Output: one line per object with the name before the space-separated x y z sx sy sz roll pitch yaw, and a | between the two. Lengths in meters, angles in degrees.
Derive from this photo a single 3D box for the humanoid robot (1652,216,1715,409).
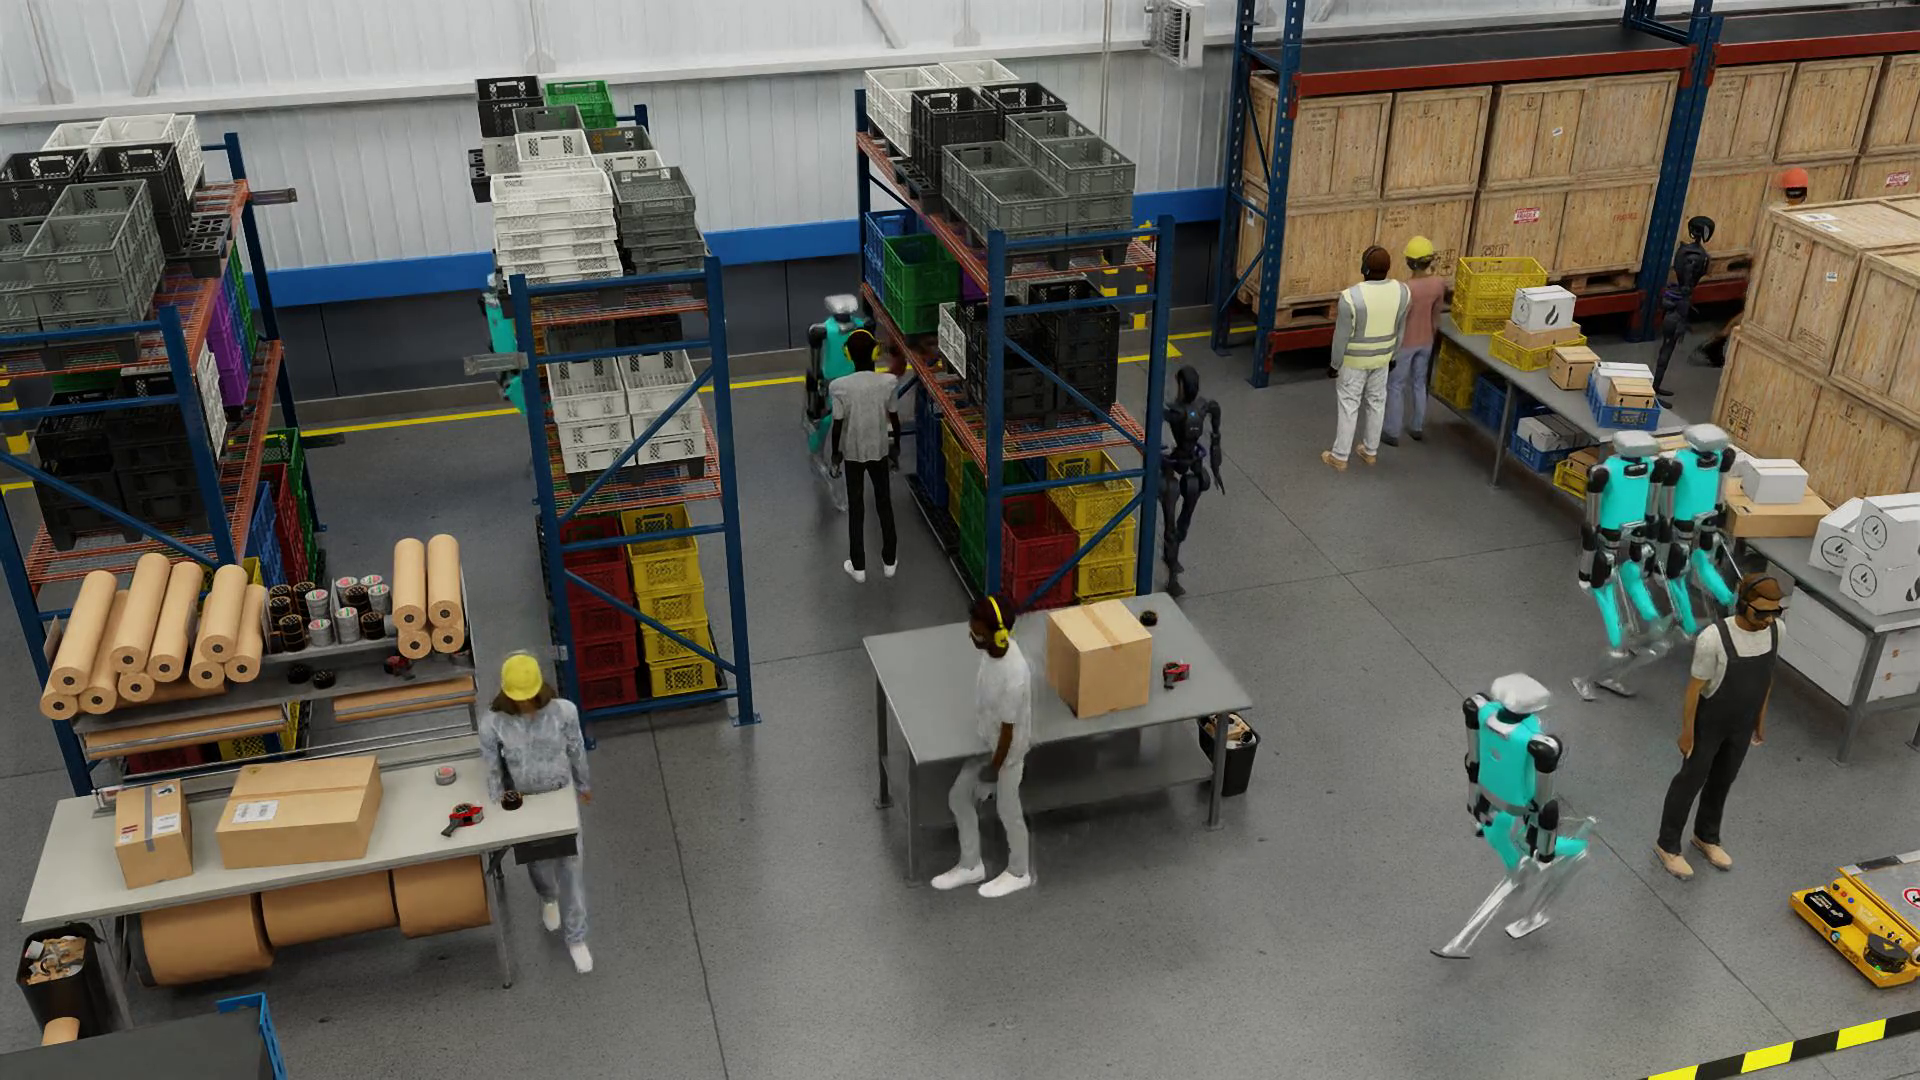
humanoid robot | 6.189 -1.979 14.285 0.315 1.657 0.599 14 32 23

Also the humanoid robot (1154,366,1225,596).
humanoid robot | 1.577 -0.424 11.495 0.608 1.634 0.691 -9 30 -16

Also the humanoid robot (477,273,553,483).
humanoid robot | -3.299 -1.231 12.929 0.561 1.845 0.691 22 35 34

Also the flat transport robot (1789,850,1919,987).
flat transport robot | 5.163 1.916 8.676 1.431 0.231 0.659 -8 30 -14

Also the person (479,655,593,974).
person | -2.061 1.345 8.206 0.486 1.713 0.796 -7 30 -13

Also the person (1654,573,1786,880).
person | 4.022 0.974 8.765 0.498 1.839 0.351 -8 30 -14

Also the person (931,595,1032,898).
person | 0.101 1.105 8.511 0.655 1.849 0.513 -9 30 -16

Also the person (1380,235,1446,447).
person | 3.656 -1.614 13.545 0.531 1.765 0.329 -13 31 -22

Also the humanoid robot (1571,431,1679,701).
humanoid robot | 4.110 0.231 10.170 0.539 1.745 0.677 -8 30 -15

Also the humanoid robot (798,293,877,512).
humanoid robot | -1.044 -1.143 12.766 0.559 1.776 1.008 -14 32 -24

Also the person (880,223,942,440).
person | -0.381 -1.753 13.669 0.558 1.896 0.653 12 31 20

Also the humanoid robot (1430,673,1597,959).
humanoid robot | 2.788 1.355 8.156 1.001 1.721 0.546 -17 33 -27

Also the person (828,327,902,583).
person | -0.658 -0.583 11.565 0.516 1.865 0.320 -7 30 -13

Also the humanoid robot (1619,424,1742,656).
humanoid robot | 4.658 0.190 10.332 0.545 1.760 1.065 -12 31 -20

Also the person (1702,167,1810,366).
person | 7.286 -2.401 14.863 0.918 1.864 0.529 -10 30 -17

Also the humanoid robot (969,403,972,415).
humanoid robot | 0.090 -1.673 13.642 0.639 1.764 0.530 -4 29 -7

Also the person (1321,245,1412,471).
person | 3.185 -1.431 13.133 0.629 1.843 0.429 -10 30 -17
